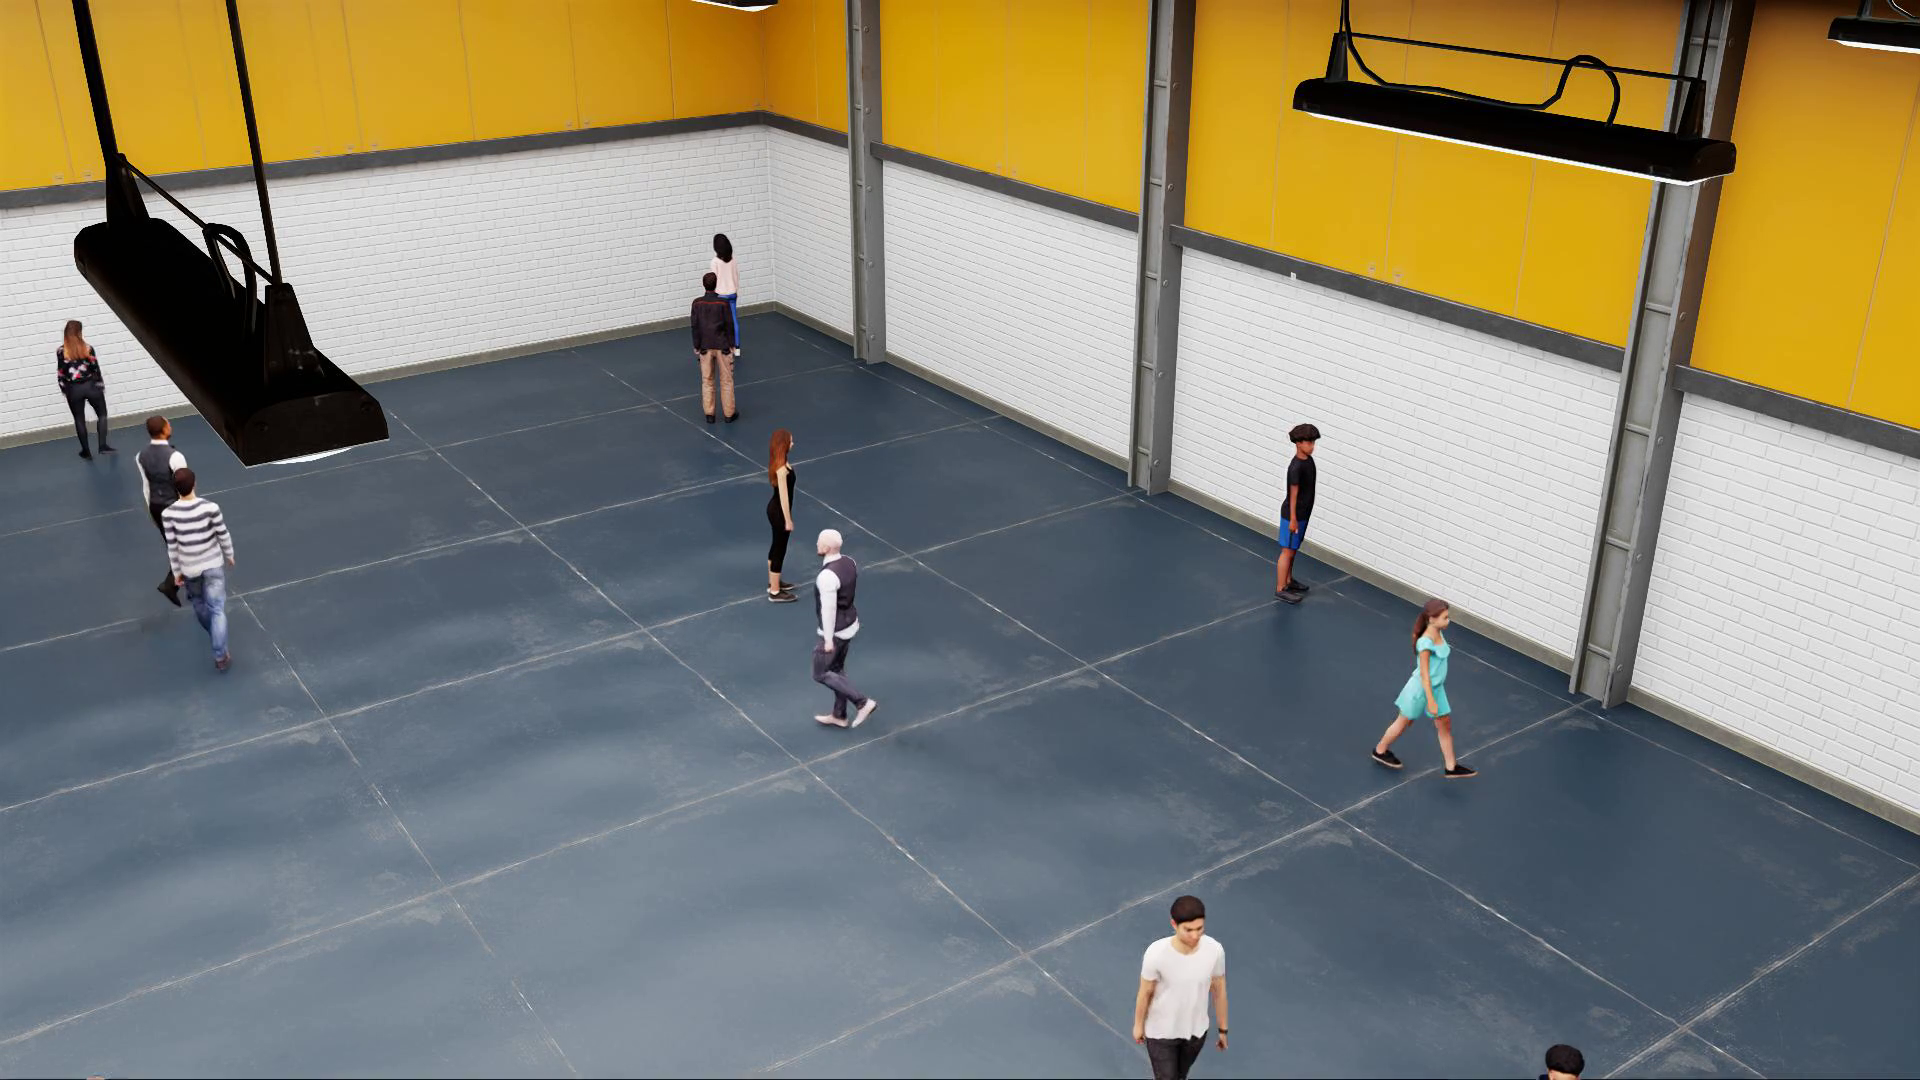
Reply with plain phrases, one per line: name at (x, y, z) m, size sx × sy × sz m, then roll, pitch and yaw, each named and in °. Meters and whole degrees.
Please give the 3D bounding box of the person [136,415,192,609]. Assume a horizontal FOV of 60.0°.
person at (-7.579, -0.238, 15.900) m, size 1.078 × 1.902 × 1.110 m, roll 6°, pitch 24°, yaw 13°

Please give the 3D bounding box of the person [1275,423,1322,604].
person at (3.261, -0.284, 16.139) m, size 0.701 × 1.793 × 0.695 m, roll 11°, pitch 26°, yaw 23°

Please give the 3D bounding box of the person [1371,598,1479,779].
person at (3.594, 1.178, 13.139) m, size 1.118 × 1.518 × 0.771 m, roll 17°, pitch 29°, yaw 33°

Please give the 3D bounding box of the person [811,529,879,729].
person at (-0.946, 0.782, 13.686) m, size 1.005 × 1.805 × 0.931 m, roll 8°, pitch 25°, yaw 18°

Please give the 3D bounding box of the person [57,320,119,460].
person at (-10.372, -1.775, 19.699) m, size 0.660 × 1.675 × 0.611 m, roll -15°, pitch 28°, yaw -31°

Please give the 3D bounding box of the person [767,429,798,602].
person at (-1.758, -0.247, 16.148) m, size 0.692 × 1.719 × 0.592 m, roll -5°, pitch 24°, yaw -11°

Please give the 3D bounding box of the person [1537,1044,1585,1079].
person at (3.188, 3.197, 8.905) m, size 0.737 × 1.209 × 0.787 m, roll 6°, pitch 24°, yaw 13°

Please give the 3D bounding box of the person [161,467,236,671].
person at (-6.750, 0.293, 14.808) m, size 0.926 × 1.803 × 1.254 m, roll -6°, pitch 24°, yaw -14°

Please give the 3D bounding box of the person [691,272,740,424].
person at (-3.075, -2.410, 20.840) m, size 0.792 × 1.925 × 0.809 m, roll 0°, pitch 24°, yaw -1°

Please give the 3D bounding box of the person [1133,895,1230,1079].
person at (1.214, 2.688, 9.450) m, size 0.826 × 1.706 × 0.935 m, roll -5°, pitch 24°, yaw -12°

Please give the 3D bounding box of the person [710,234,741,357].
person at (-3.296, -3.432, 23.376) m, size 0.666 × 1.766 × 0.573 m, roll -19°, pitch 30°, yaw -37°
